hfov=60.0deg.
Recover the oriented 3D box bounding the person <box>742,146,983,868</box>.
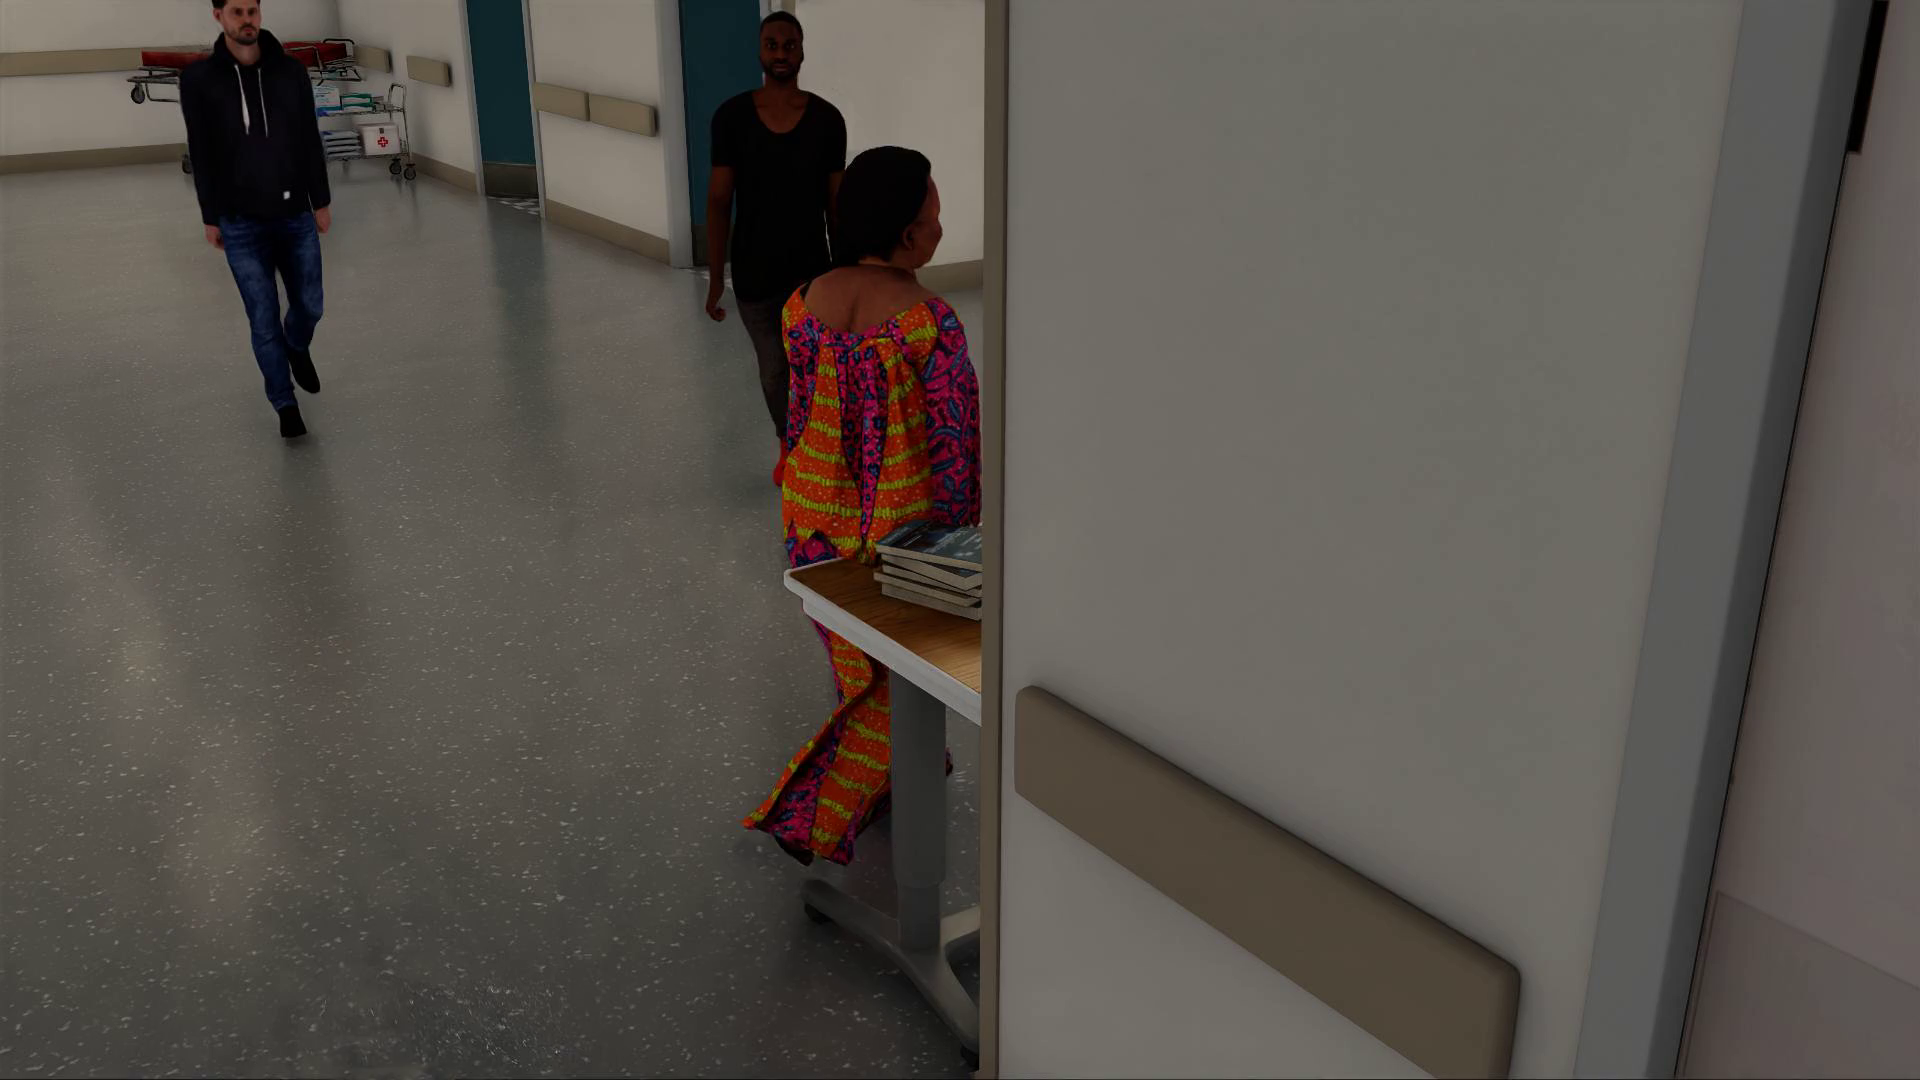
[{"bbox_3d":[-0.222,-0.024,3.719,1.084,1.646,0.931,13,24,31],"label":"person"}]

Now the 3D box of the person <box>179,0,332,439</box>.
[{"bbox_3d":[-2.938,-1.386,7.015,0.734,1.874,0.981,-11,23,-27],"label":"person"}]

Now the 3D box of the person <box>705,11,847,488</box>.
[{"bbox_3d":[-0.653,-0.980,6.104,1.110,1.759,1.268,0,21,1],"label":"person"}]
